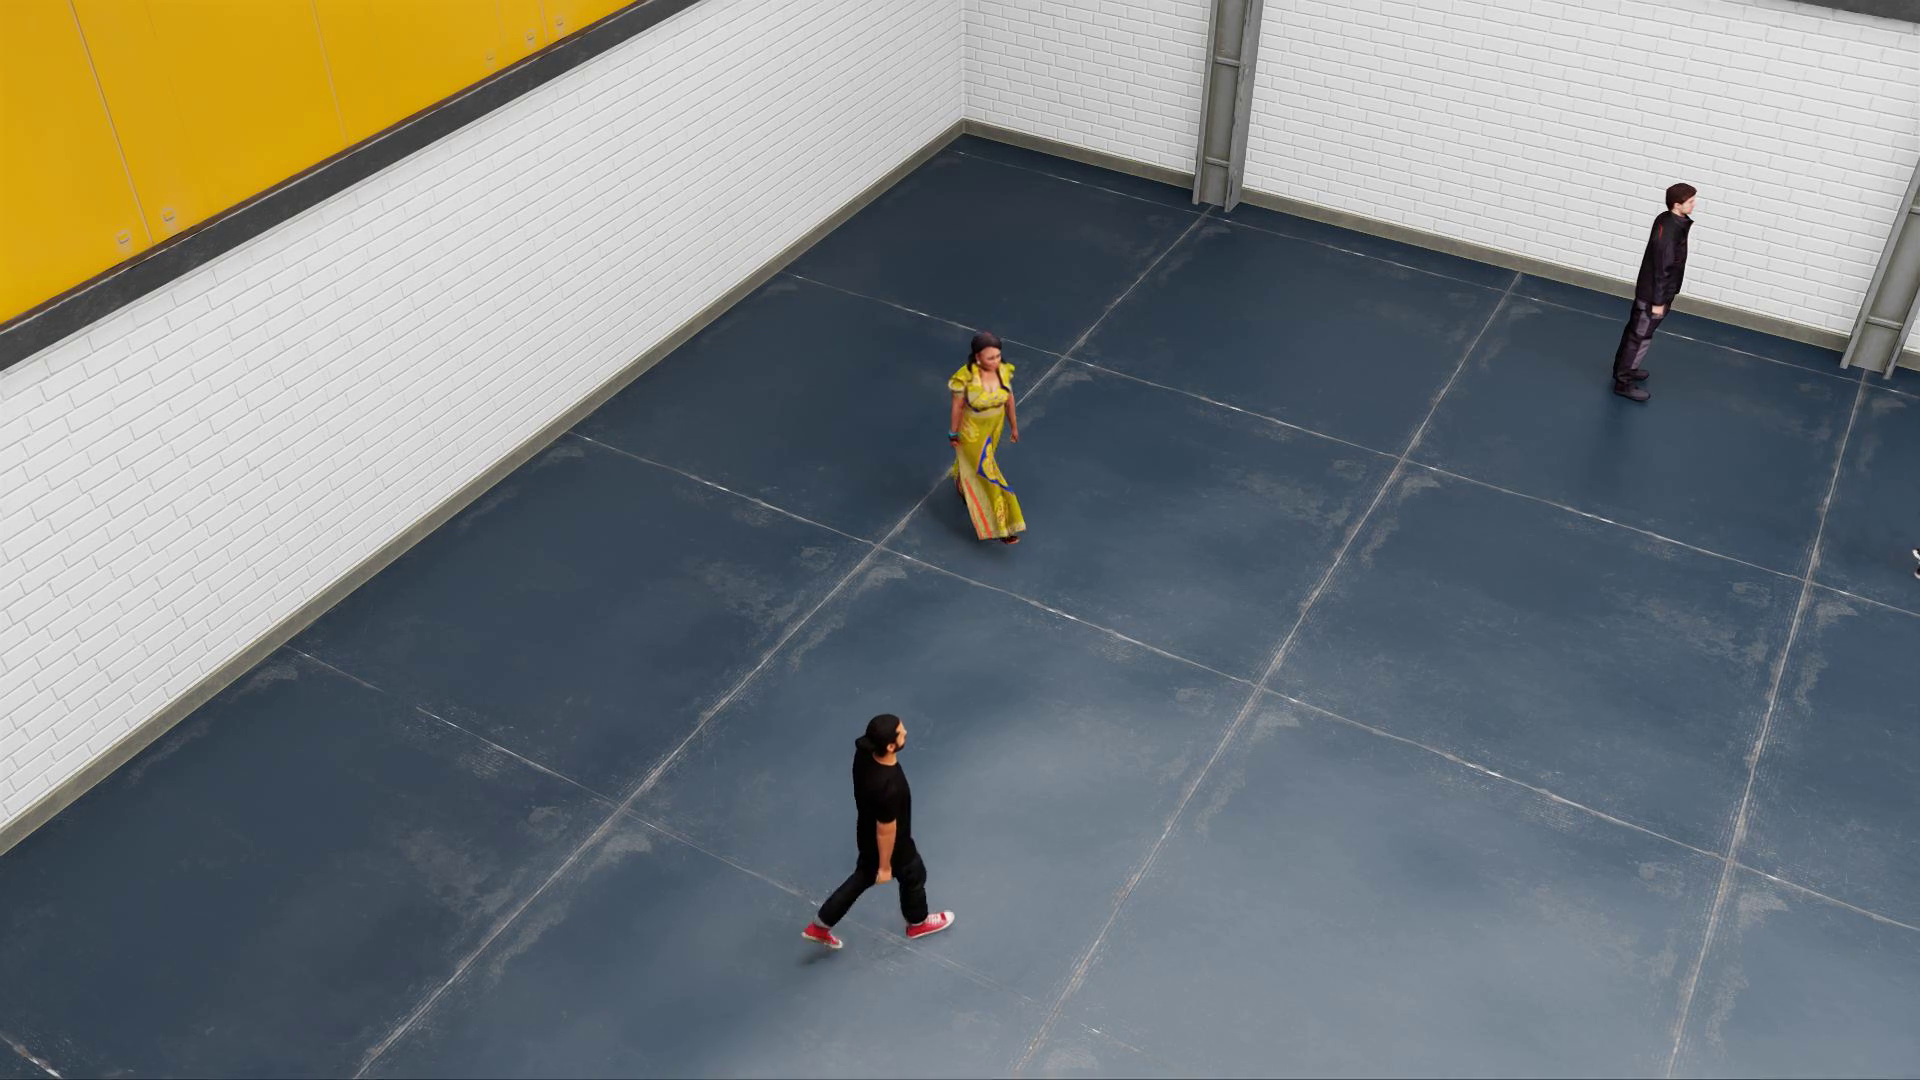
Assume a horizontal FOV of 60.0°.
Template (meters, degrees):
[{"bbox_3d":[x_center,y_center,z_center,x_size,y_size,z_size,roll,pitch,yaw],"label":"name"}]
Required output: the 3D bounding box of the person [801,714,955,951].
[{"bbox_3d":[-0.490,1.622,8.910,1.126,1.734,1.132,-15,41,-18],"label":"person"}]

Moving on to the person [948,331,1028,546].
[{"bbox_3d":[0.101,-0.820,12.069,1.076,1.608,1.421,-24,44,-27],"label":"person"}]

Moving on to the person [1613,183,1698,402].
[{"bbox_3d":[5.582,-2.018,13.384,0.650,1.839,0.760,11,40,14],"label":"person"}]
